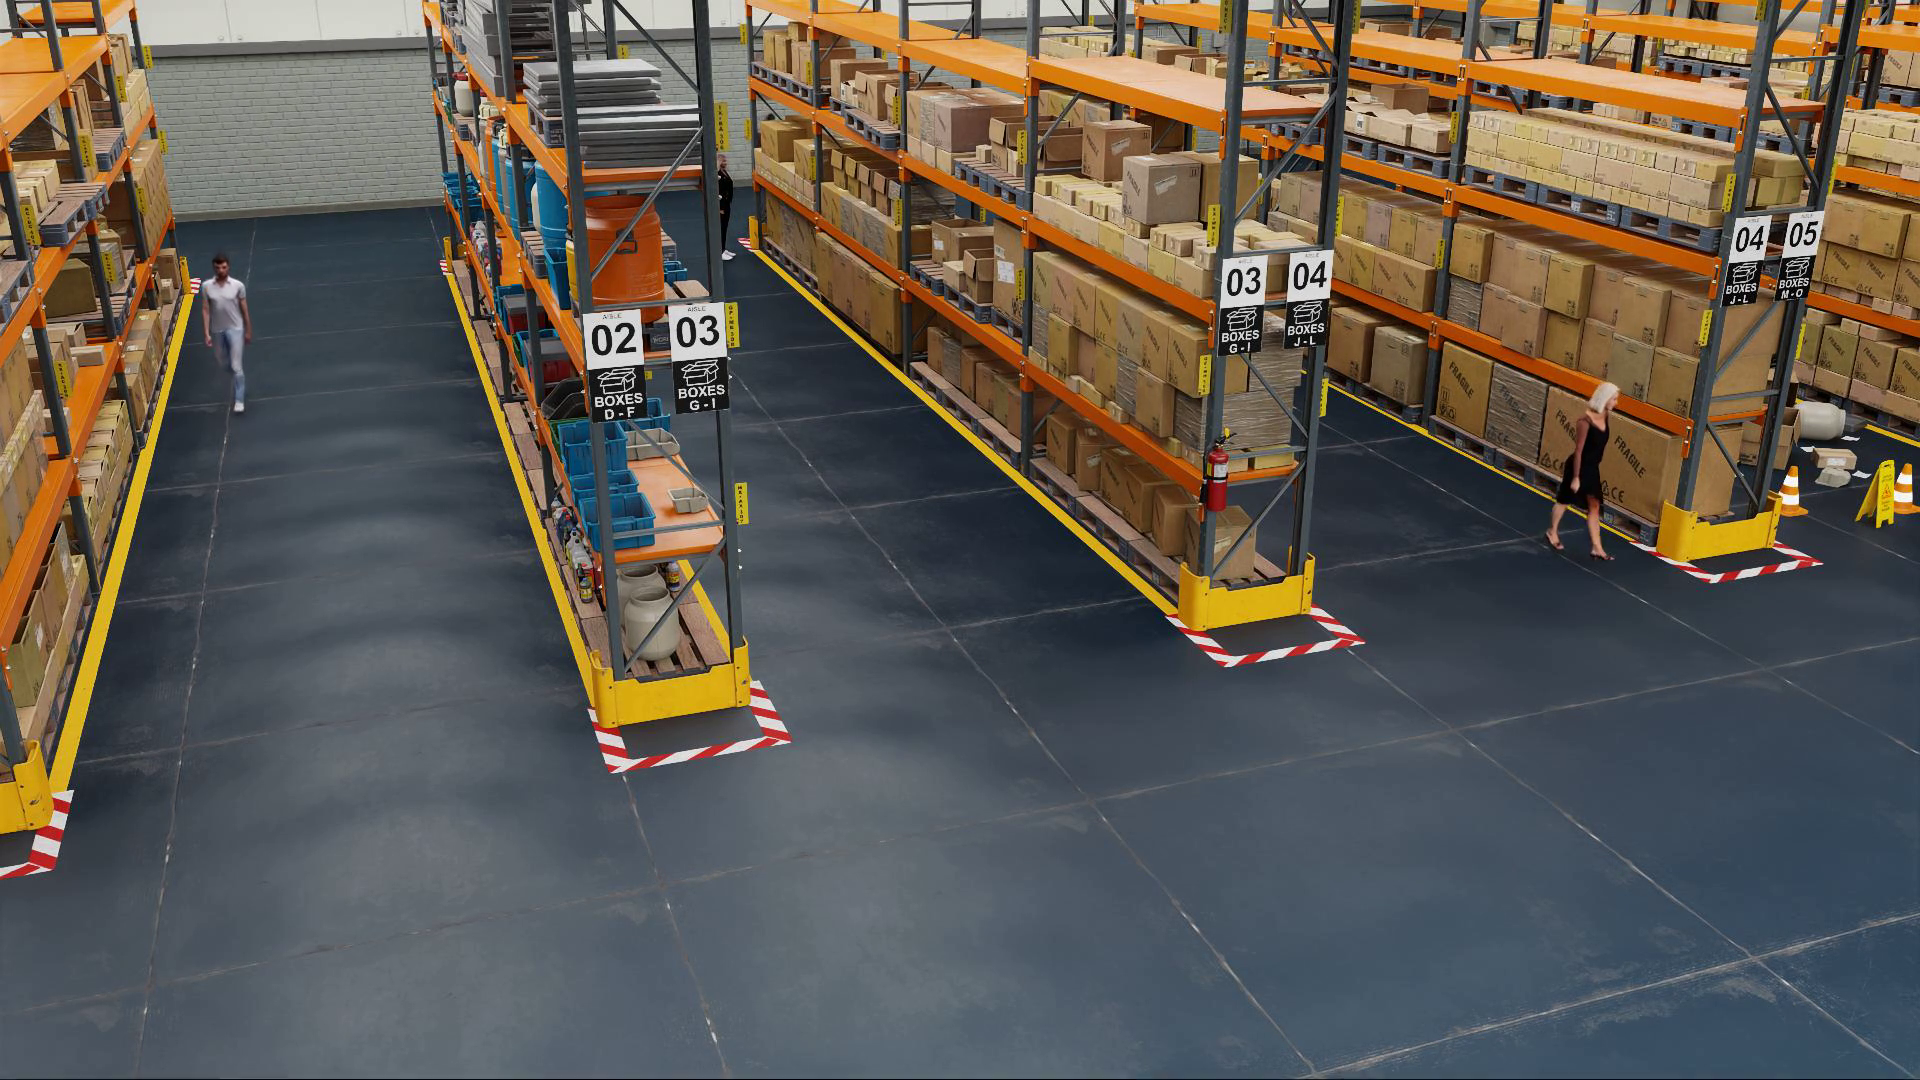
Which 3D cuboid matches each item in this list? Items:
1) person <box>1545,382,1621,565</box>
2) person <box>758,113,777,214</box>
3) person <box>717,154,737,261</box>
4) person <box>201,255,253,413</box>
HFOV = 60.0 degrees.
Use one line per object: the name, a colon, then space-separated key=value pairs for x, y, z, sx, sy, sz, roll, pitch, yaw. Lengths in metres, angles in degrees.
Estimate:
person: x=5.690 y=-0.640 z=15.387 sx=0.799 sy=1.686 sz=1.085 roll=-13 pitch=26 yaw=-29
person: x=-3.414 y=-6.763 z=30.151 sx=1.163 sy=1.841 sz=1.261 roll=9 pitch=24 yaw=20
person: x=-3.885 y=-5.432 z=27.098 sx=0.745 sy=1.687 sz=0.624 roll=3 pitch=22 yaw=7
person: x=-8.645 y=-2.468 z=19.670 sx=0.773 sy=1.826 sz=1.143 roll=-4 pitch=23 yaw=-10
